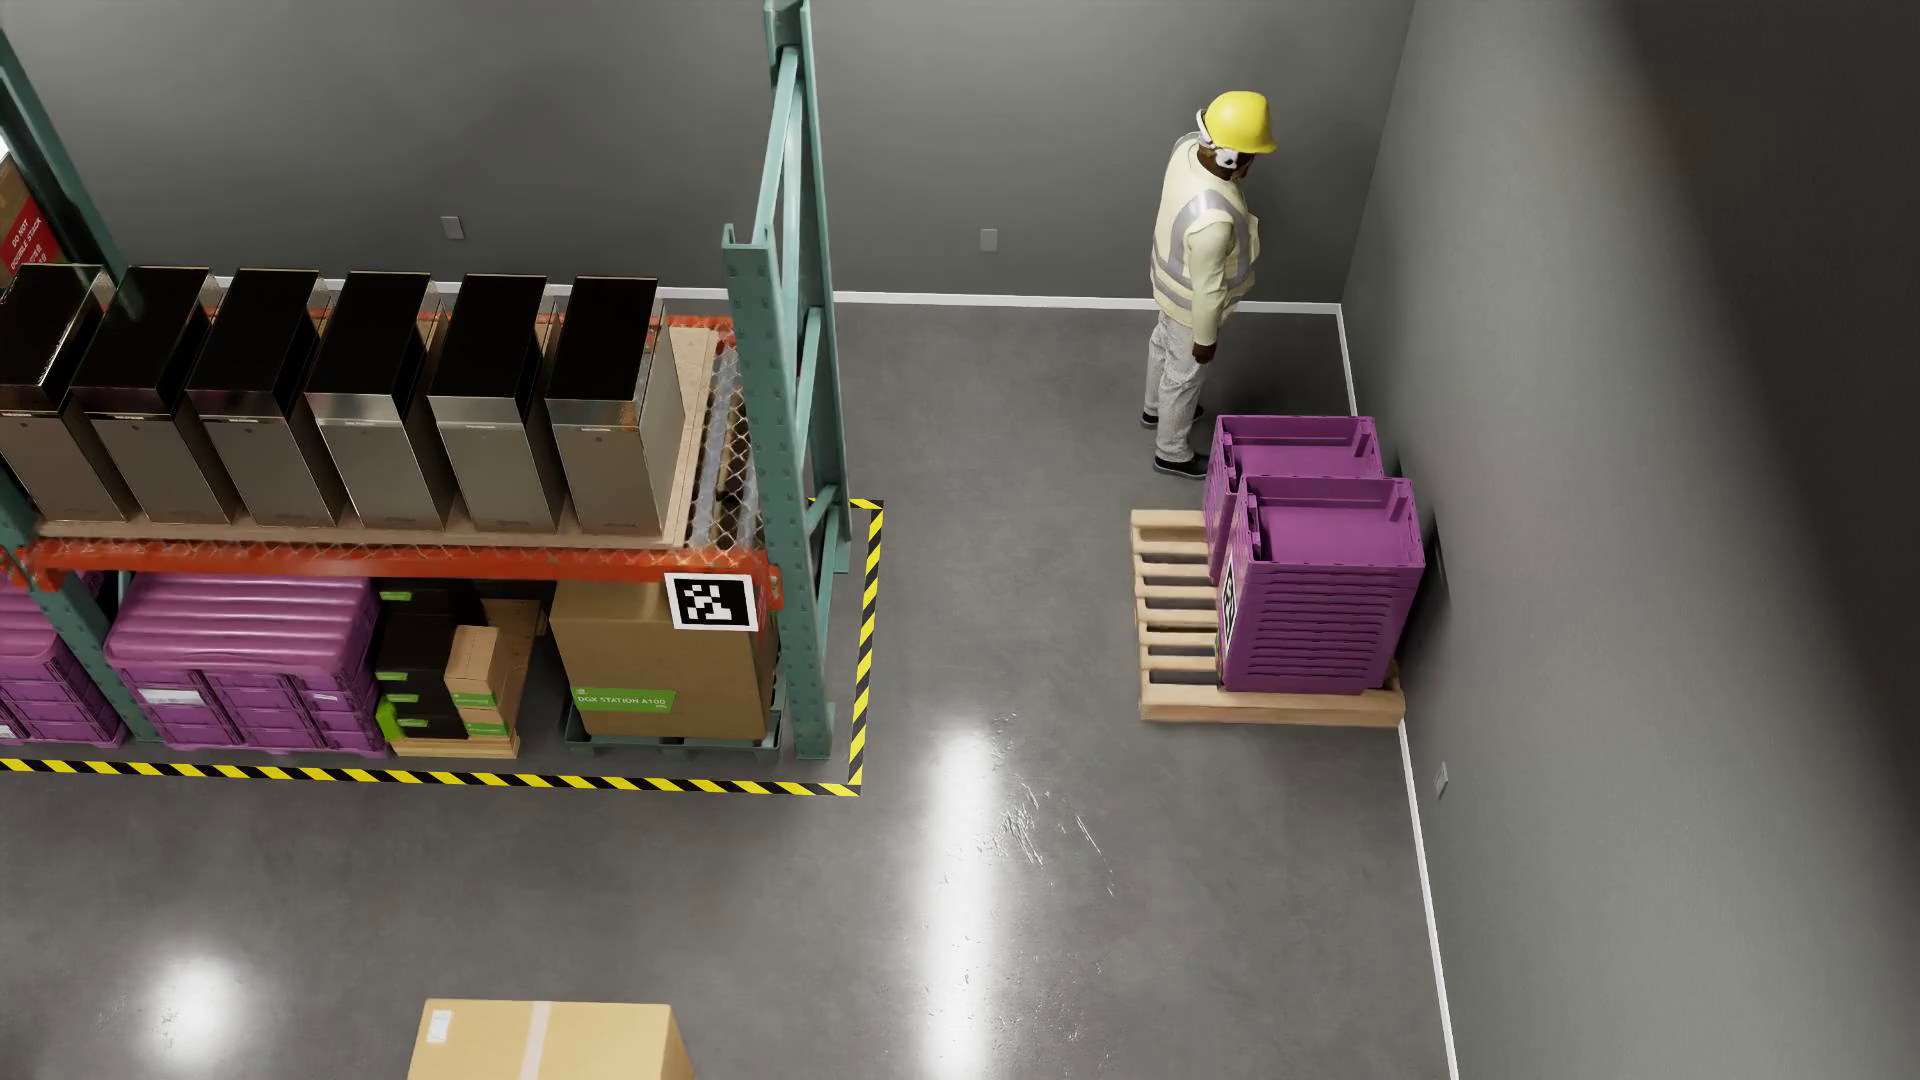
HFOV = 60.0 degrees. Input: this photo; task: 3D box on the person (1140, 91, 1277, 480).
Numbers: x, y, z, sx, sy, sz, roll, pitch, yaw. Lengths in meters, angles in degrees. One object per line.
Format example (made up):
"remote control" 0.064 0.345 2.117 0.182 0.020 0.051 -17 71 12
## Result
"person" 0.947 -0.993 6.549 0.404 1.820 0.591 -3 52 -2
